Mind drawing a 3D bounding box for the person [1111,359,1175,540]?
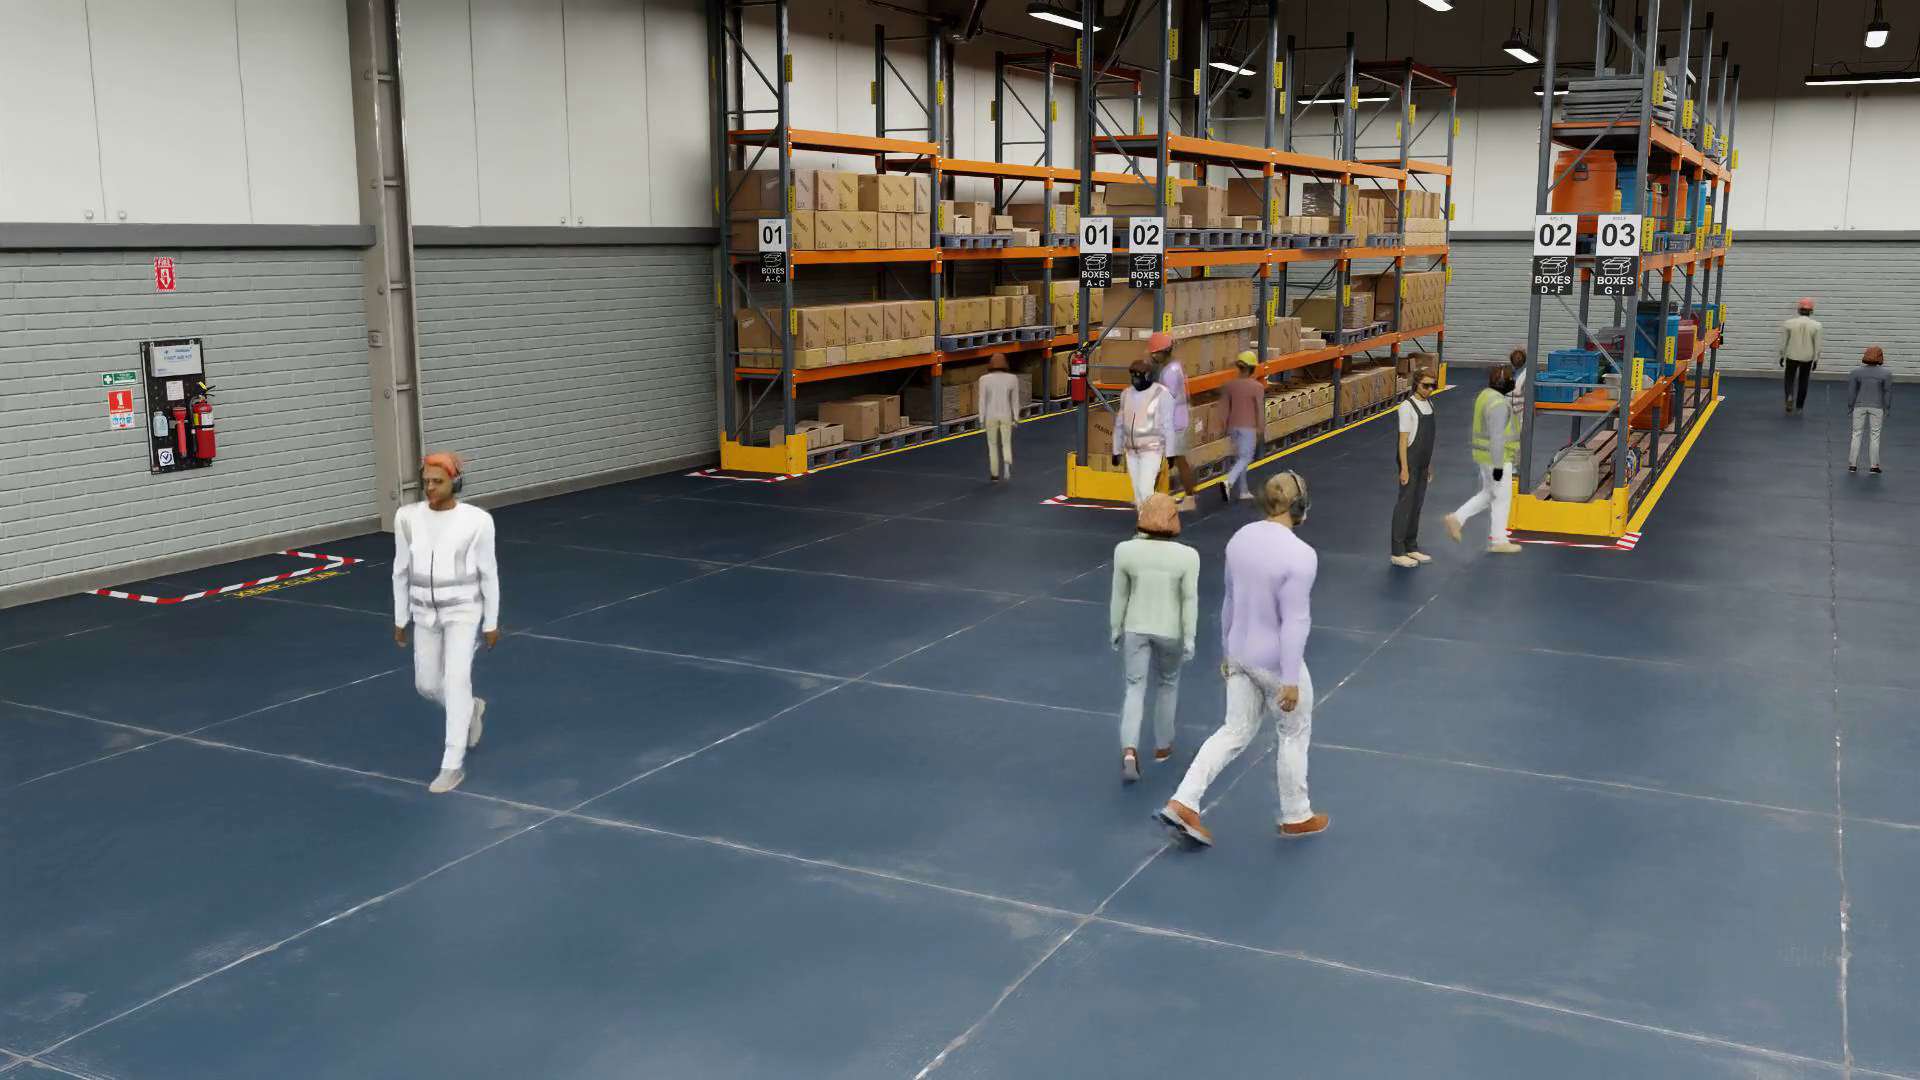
[{"bbox_3d":[1.779,-0.863,16.378,0.660,1.825,0.518,10,14,44],"label":"person"}]

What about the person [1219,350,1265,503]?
[{"bbox_3d":[3.174,-1.279,18.890,0.531,1.744,0.726,10,14,43],"label":"person"}]

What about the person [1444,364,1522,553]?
[{"bbox_3d":[5.071,-0.783,15.954,0.632,1.820,0.636,1,10,3],"label":"person"}]

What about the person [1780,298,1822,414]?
[{"bbox_3d":[14.245,-3.108,28.201,0.620,1.978,0.710,5,12,27],"label":"person"}]

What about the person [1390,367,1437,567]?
[{"bbox_3d":[4.198,-0.676,15.324,0.337,1.838,0.509,9,14,42],"label":"person"}]

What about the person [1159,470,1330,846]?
[{"bbox_3d":[1.440,0.600,8.232,0.913,1.903,0.643,-6,12,-28],"label":"person"}]

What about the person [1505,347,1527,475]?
[{"bbox_3d":[7.110,-1.668,21.324,0.525,1.617,0.553,6,12,28],"label":"person"}]

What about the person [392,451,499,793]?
[{"bbox_3d":[-2.843,0.418,9.295,0.585,1.866,0.717,2,11,9],"label":"person"}]

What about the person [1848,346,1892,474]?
[{"bbox_3d":[11.633,-1.667,21.289,0.498,1.633,0.282,8,13,37],"label":"person"}]

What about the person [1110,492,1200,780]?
[{"bbox_3d":[1.083,0.532,9.376,0.507,1.603,0.756,3,11,15],"label":"person"}]

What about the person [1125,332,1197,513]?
[{"bbox_3d":[2.194,-1.271,18.150,0.908,1.991,0.643,1,10,5],"label":"person"}]

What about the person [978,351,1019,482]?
[{"bbox_3d":[0.473,-1.505,20.421,0.516,1.618,0.455,-2,11,-8],"label":"person"}]

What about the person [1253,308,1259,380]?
[{"bbox_3d":[5.102,-3.046,28.271,0.590,1.841,0.978,4,11,23],"label":"person"}]
